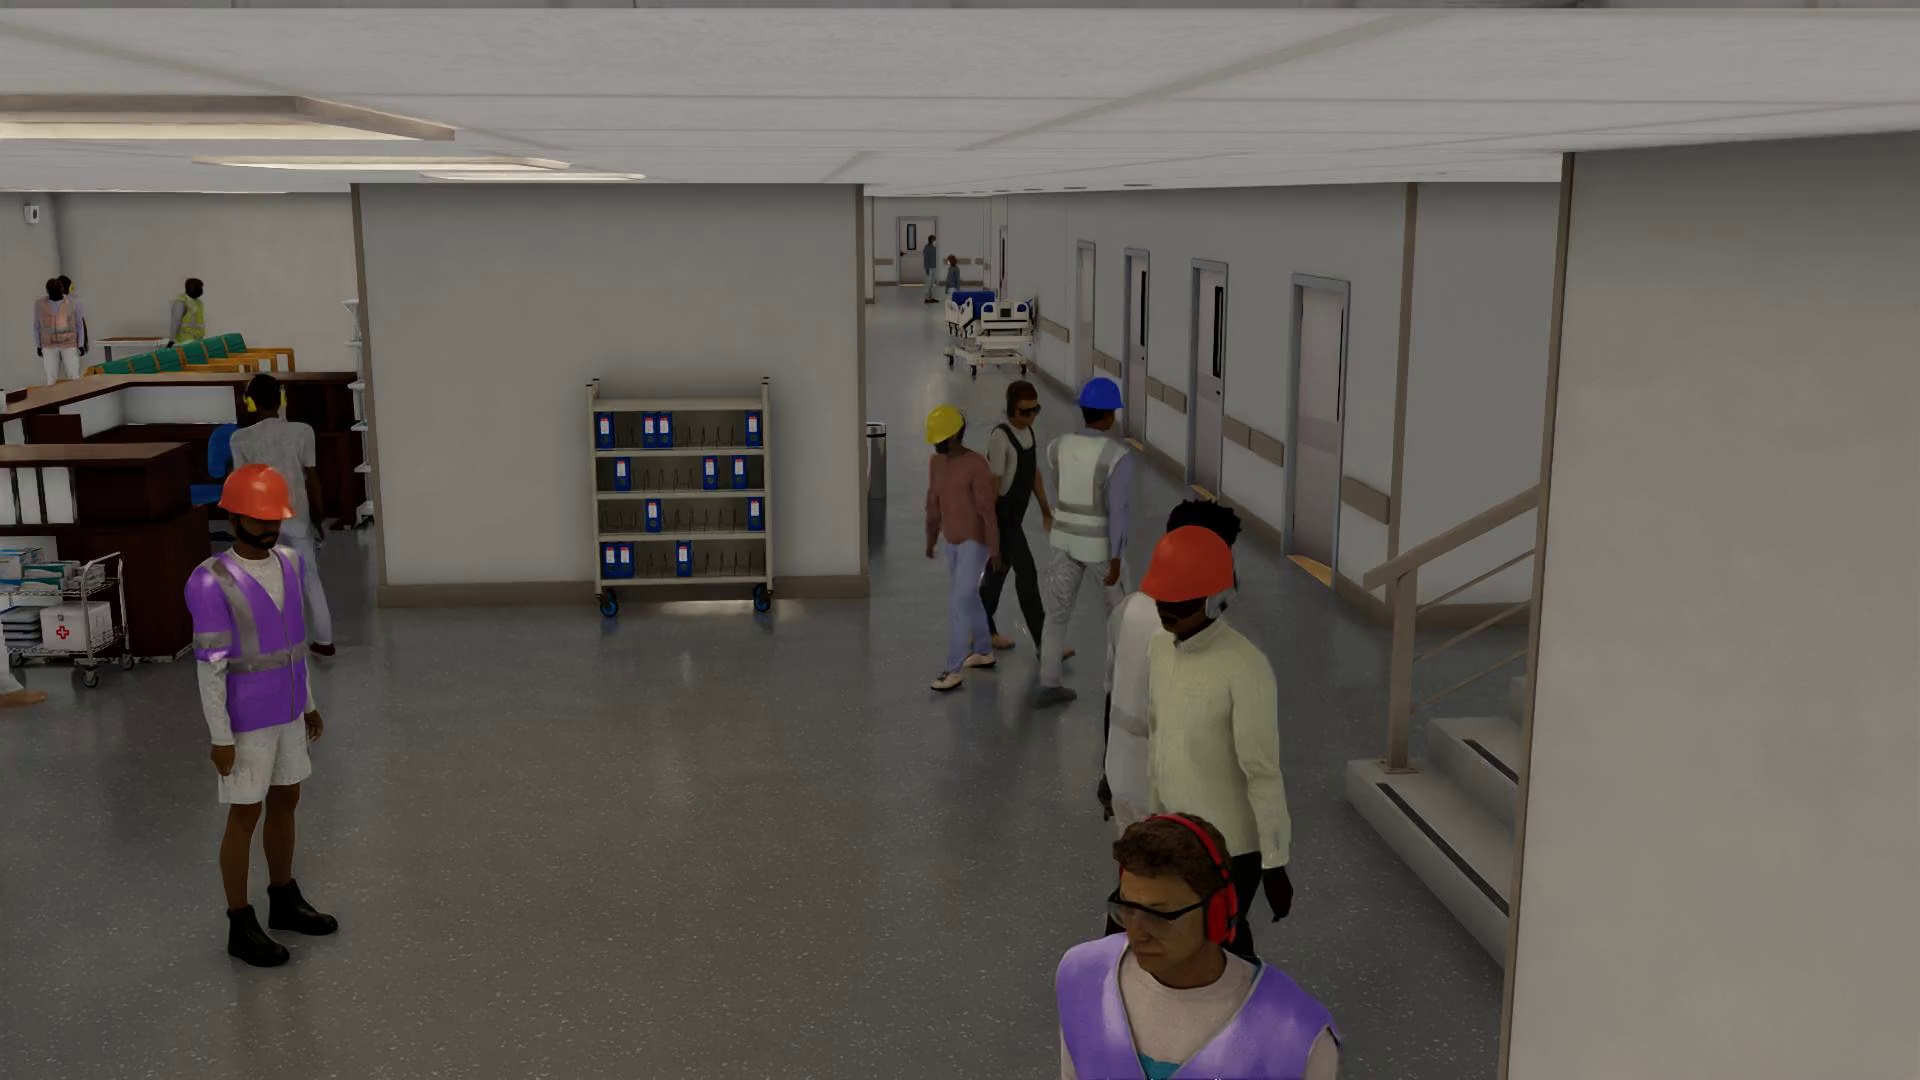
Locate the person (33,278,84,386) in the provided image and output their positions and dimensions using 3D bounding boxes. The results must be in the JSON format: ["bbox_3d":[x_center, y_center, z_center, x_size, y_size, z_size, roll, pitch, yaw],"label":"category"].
[{"bbox_3d":[-12.443,-2.688,22.990,0.619,1.845,0.430,-4,12,-19],"label":"person"}]

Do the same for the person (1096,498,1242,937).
[{"bbox_3d":[0.722,0.818,5.627,0.474,1.937,0.629,-5,12,-21],"label":"person"}]

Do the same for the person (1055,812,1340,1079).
[{"bbox_3d":[0.425,1.376,3.146,0.566,1.838,0.379,8,14,34],"label":"person"}]

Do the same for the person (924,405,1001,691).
[{"bbox_3d":[-0.022,0.037,10.011,0.791,1.699,0.609,-9,15,-37],"label":"person"}]

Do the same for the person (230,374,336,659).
[{"bbox_3d":[-4.233,-0.116,10.395,0.526,1.854,0.438,-5,13,-23],"label":"person"}]

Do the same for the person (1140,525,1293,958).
[{"bbox_3d":[0.741,0.910,5.151,0.665,1.957,0.703,-4,12,-20],"label":"person"}]

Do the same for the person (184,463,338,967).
[{"bbox_3d":[-2.660,0.658,6.404,0.376,1.933,0.551,4,12,18],"label":"person"}]

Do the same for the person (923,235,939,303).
[{"bbox_3d":[-0.842,-7.696,47.257,0.388,1.929,0.634,5,13,23],"label":"person"}]

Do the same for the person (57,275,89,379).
[{"bbox_3d":[-12.619,-2.802,23.524,0.519,1.855,0.334,-7,13,-30],"label":"person"}]

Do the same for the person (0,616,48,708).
[{"bbox_3d":[-5.807,0.118,9.385,0.907,1.811,0.634,-9,15,-37],"label":"person"}]

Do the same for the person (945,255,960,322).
[{"bbox_3d":[-0.193,-5.997,39.688,0.425,1.615,0.535,-6,13,-26],"label":"person"}]

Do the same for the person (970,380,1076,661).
[{"bbox_3d":[0.402,-0.118,10.536,0.864,1.791,0.542,4,12,19],"label":"person"}]

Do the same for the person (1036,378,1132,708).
[{"bbox_3d":[0.802,-0.003,9.724,0.604,1.893,0.993,9,15,38],"label":"person"}]
